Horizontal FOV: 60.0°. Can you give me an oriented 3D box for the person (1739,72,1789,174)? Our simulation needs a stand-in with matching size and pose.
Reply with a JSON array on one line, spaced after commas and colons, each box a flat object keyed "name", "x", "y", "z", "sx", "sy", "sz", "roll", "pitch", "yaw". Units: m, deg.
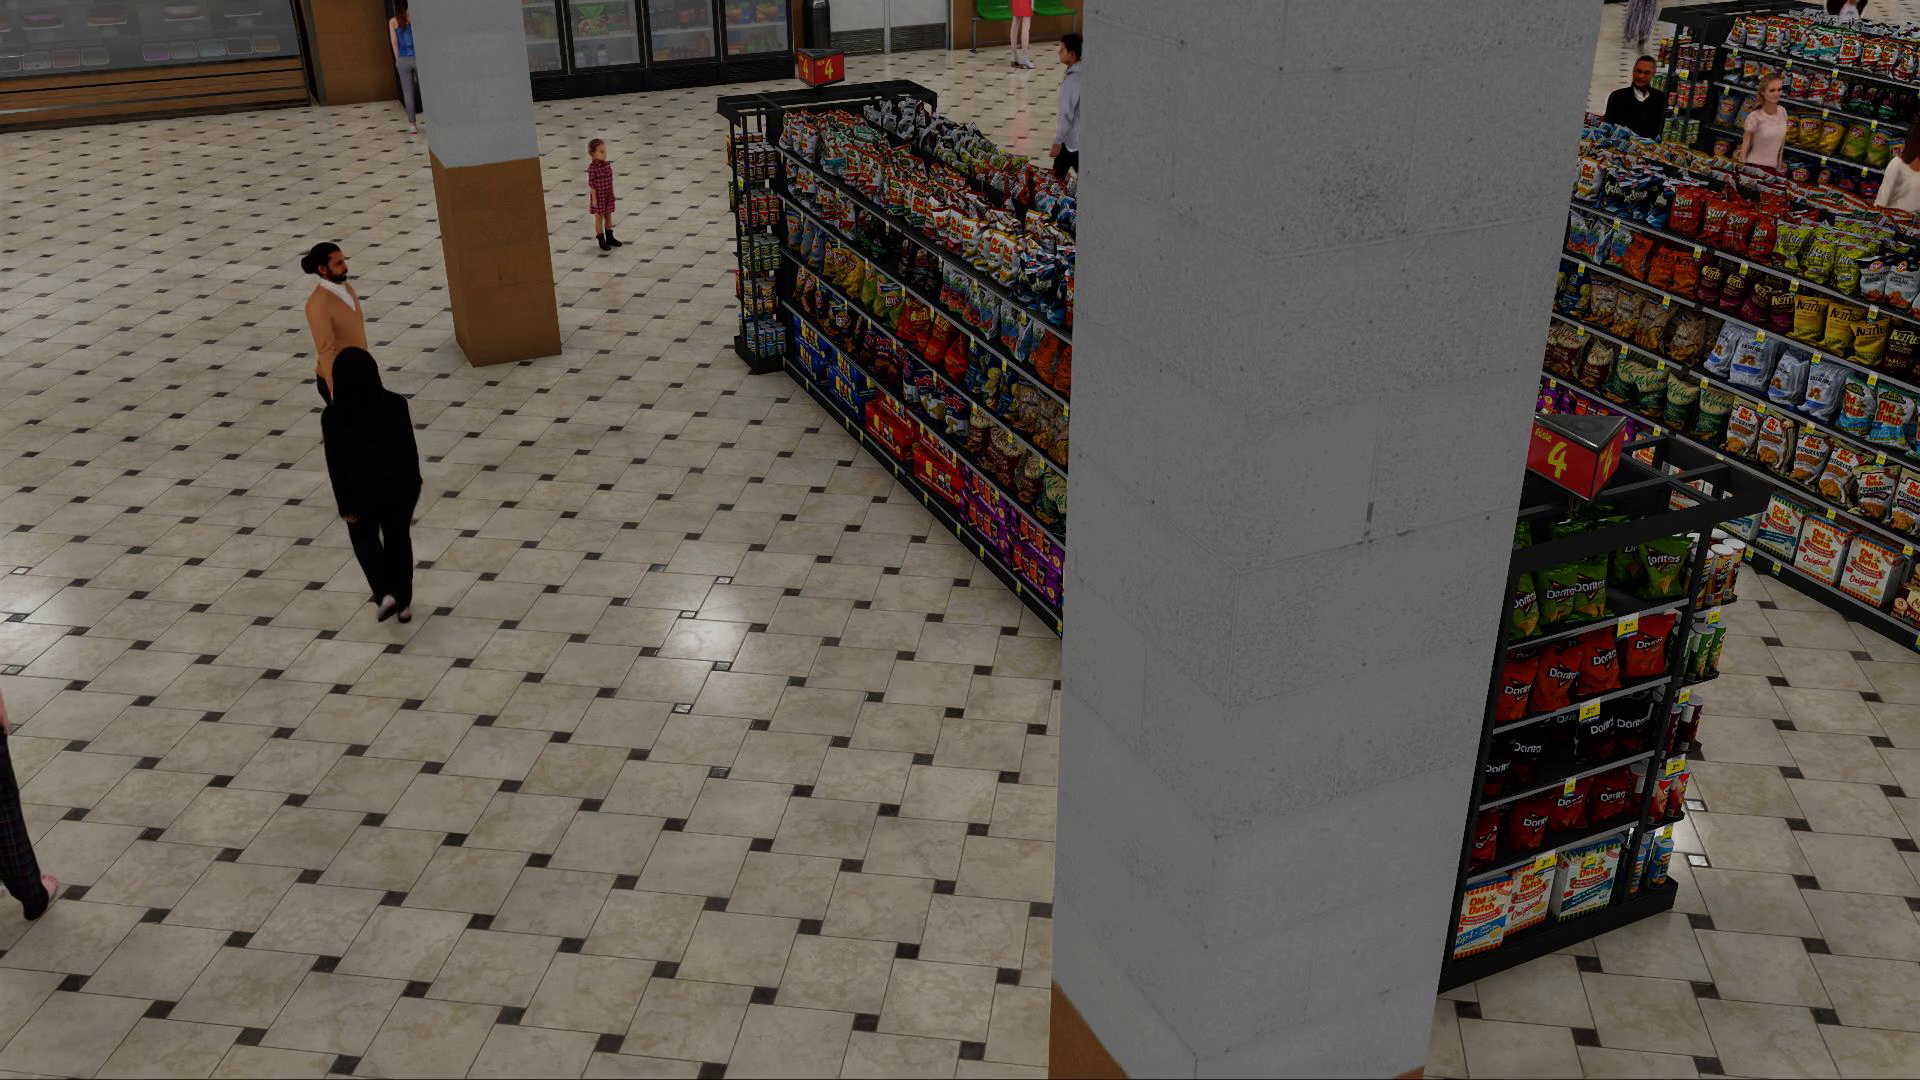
[{"name": "person", "x": 6.863, "y": -3.152, "z": 14.458, "sx": 0.635, "sy": 1.806, "sz": 0.886, "roll": -10, "pitch": 29, "yaw": -19}]

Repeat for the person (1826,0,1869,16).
[{"name": "person", "x": 12.414, "y": -7.548, "z": 23.205, "sx": 0.812, "sy": 1.735, "sz": 0.885, "roll": 21, "pitch": 33, "yaw": 35}]

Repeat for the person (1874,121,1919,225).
[{"name": "person", "x": 7.471, "y": -2.567, "z": 13.450, "sx": 0.640, "sy": 1.673, "sz": 0.616, "roll": -15, "pitch": 31, "yaw": -28}]

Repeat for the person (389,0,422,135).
[{"name": "person", "x": -6.411, "y": -5.589, "z": 19.481, "sx": 0.625, "sy": 1.610, "sz": 0.627, "roll": -4, "pitch": 27, "yaw": -7}]

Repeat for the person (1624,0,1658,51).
[{"name": "person", "x": 9.934, "y": -7.912, "z": 24.047, "sx": 1.139, "sy": 1.623, "sz": 1.242, "roll": 7, "pitch": 28, "yaw": 14}]

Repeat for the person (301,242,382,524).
[{"name": "person", "x": -3.773, "y": -0.973, "z": 10.219, "sx": 0.810, "sy": 1.753, "sz": 0.680, "roll": 1, "pitch": 27, "yaw": 2}]

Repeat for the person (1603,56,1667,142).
[{"name": "person", "x": 5.864, "y": -3.296, "z": 14.633, "sx": 0.800, "sy": 1.904, "sz": 0.780, "roll": 1, "pitch": 27, "yaw": 2}]

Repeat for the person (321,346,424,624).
[{"name": "person", "x": -3.108, "y": -0.242, "z": 8.942, "sx": 0.668, "sy": 1.606, "sz": 0.751, "roll": -15, "pitch": 30, "yaw": -27}]

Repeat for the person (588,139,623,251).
[{"name": "person", "x": -3.323, "y": -3.229, "z": 15.478, "sx": 0.533, "sy": 1.021, "sz": 0.498, "roll": 19, "pitch": 32, "yaw": 32}]

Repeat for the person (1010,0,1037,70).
[{"name": "person", "x": 0.859, "y": -7.453, "z": 22.915, "sx": 0.676, "sy": 1.827, "sz": 0.496, "roll": -17, "pitch": 31, "yaw": -29}]
